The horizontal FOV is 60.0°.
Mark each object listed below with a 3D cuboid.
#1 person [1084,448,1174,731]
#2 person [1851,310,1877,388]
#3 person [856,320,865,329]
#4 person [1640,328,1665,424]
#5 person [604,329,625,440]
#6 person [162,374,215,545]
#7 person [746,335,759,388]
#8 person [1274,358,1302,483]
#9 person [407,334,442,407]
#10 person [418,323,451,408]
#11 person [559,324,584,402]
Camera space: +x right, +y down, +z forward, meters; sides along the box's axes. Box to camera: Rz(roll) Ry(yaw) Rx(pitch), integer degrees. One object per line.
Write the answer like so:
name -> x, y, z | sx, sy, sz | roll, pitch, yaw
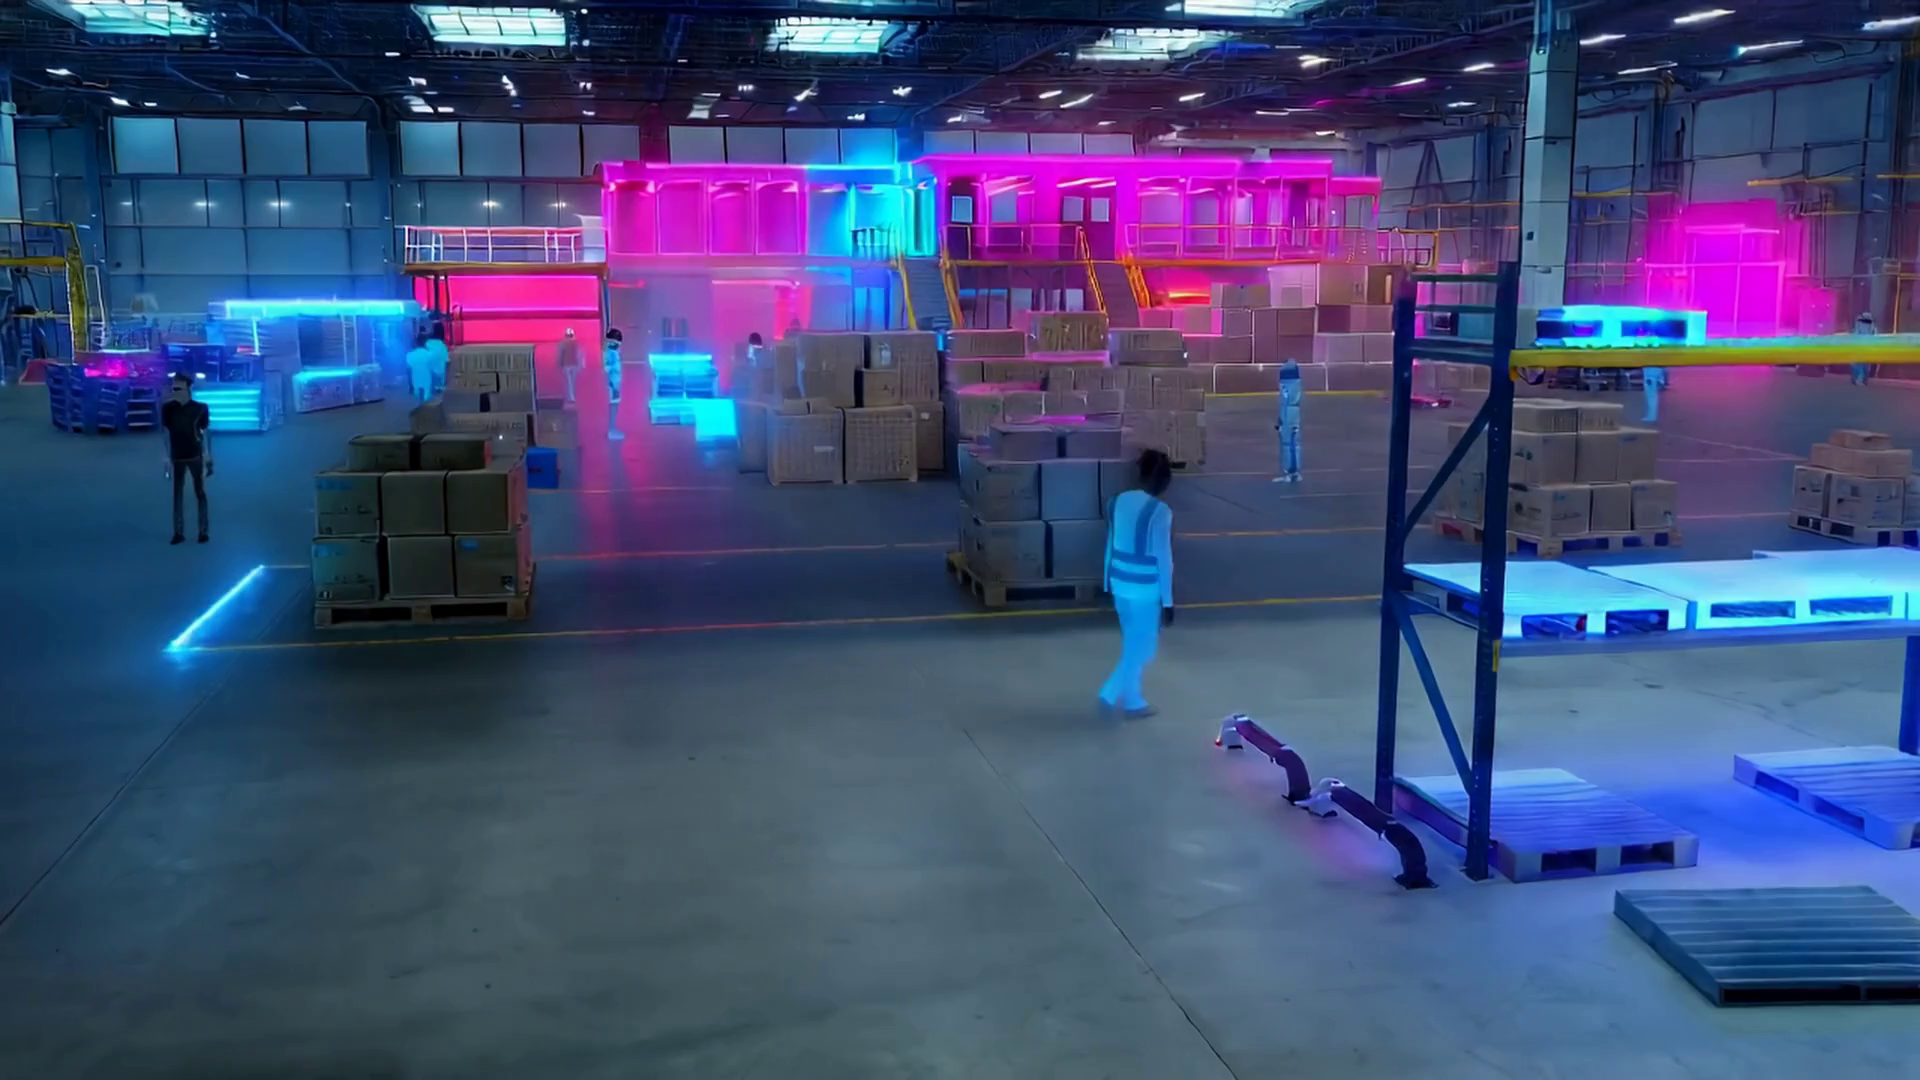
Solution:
person -> 1.086, 0.335, 10.721 | 0.671, 1.859, 0.646 | -6, 11, -30
person -> 22.612, -4.774, 41.614 | 0.607, 1.935, 0.409 | 0, 9, 2
person -> -2.198, -3.953, 36.864 | 0.511, 1.844, 0.328 | 1, 9, 6
person -> 13.344, -3.164, 32.065 | 0.430, 1.845, 0.621 | 5, 10, 27
person -> -6.029, -2.715, 29.076 | 0.382, 1.927, 0.542 | -1, 9, -7
person -> -8.366, -0.872, 18.033 | 0.521, 1.865, 0.335 | -2, 10, -12
person -> -3.336, -2.466, 27.675 | 0.415, 1.894, 0.694 | -1, 9, -4
person -> 4.581, -1.668, 23.246 | 0.488, 1.743, 0.317 | -9, 13, -44
person -> -9.478, -2.736, 29.499 | 0.523, 1.825, 0.939 | 1, 9, 6
person -> -10.146, -3.223, 32.141 | 0.611, 1.935, 0.762 | 5, 10, 26
person -> -8.645, -3.919, 36.968 | 0.527, 1.747, 0.616 | -1, 9, -7
